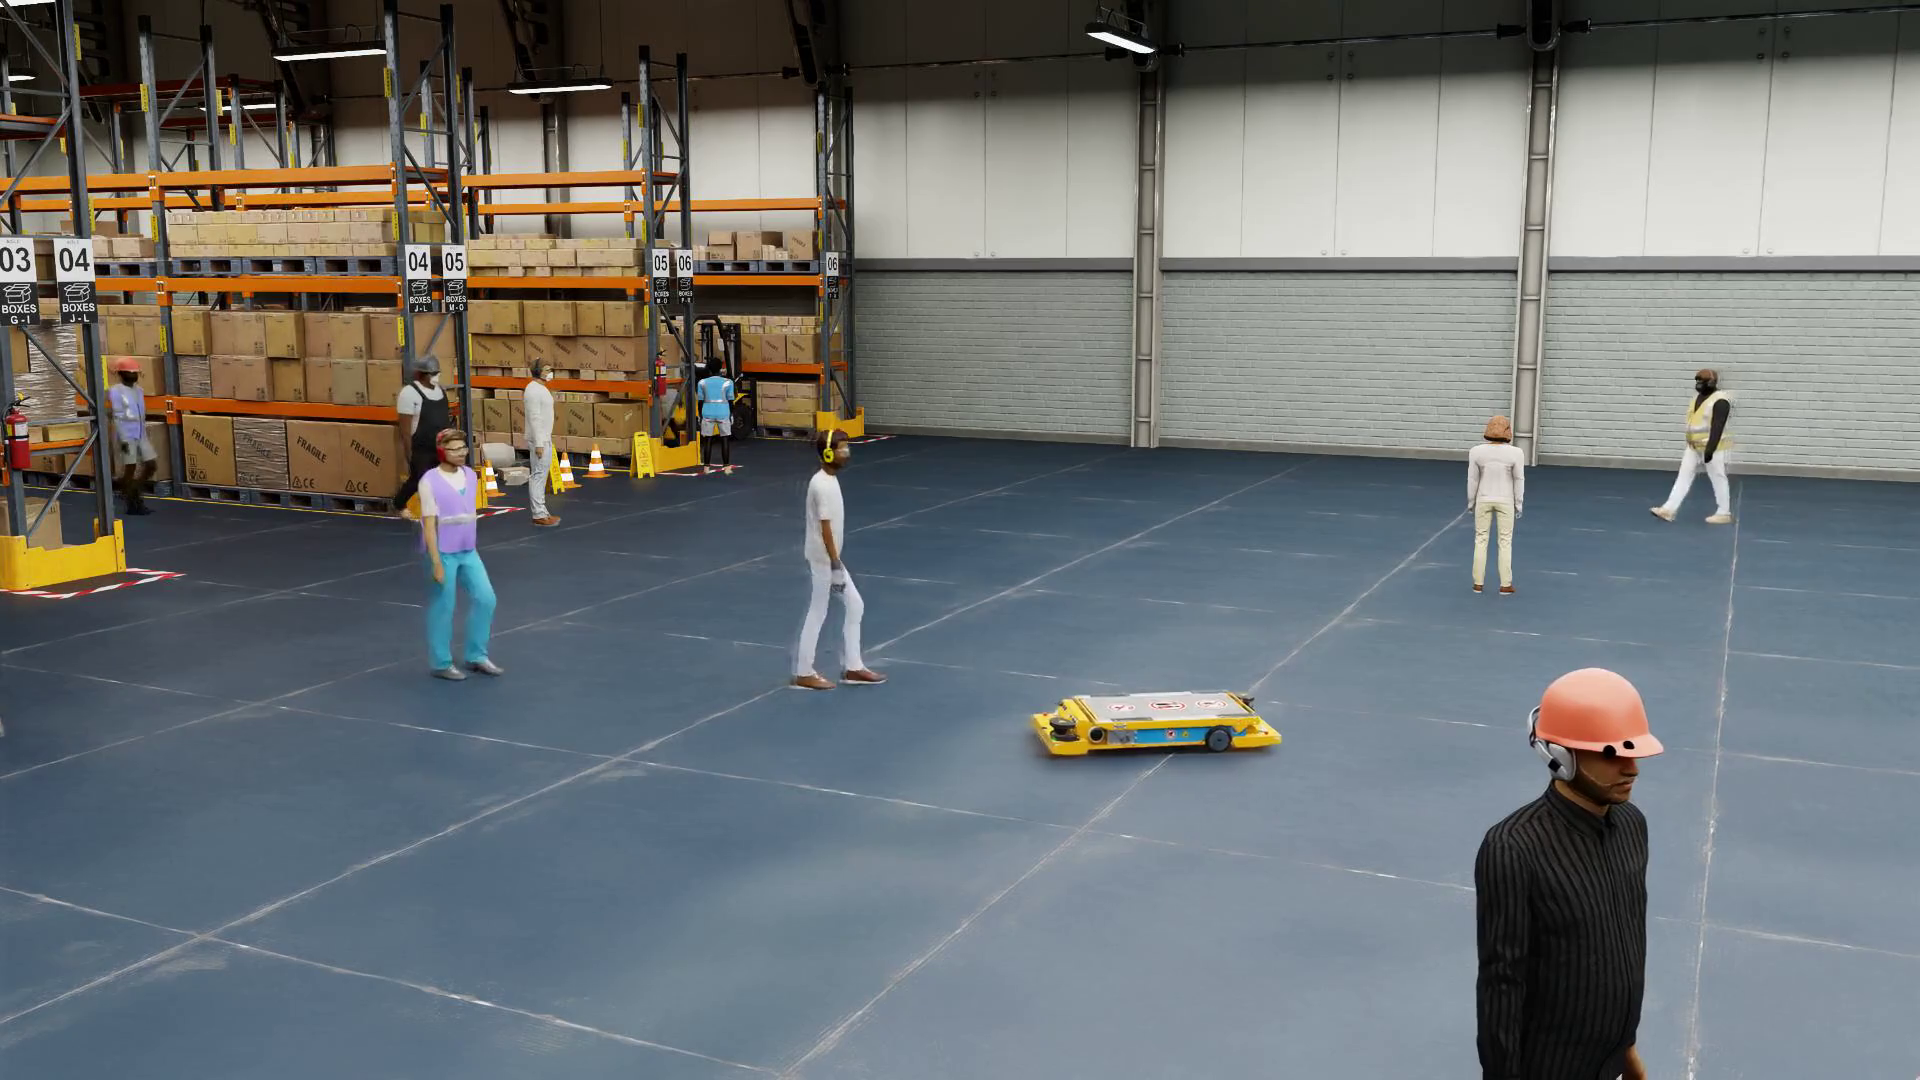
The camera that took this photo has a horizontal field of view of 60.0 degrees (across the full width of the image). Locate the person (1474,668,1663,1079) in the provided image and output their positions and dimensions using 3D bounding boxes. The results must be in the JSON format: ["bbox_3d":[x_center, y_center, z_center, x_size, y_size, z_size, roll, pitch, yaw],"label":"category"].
[{"bbox_3d":[1.507,1.290,4.140,0.609,1.995,0.378,-7,12,-37],"label":"person"}]

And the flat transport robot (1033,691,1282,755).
[{"bbox_3d":[1.217,1.131,10.392,1.431,0.197,0.652,-1,9,-8],"label":"flat transport robot"}]

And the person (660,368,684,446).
[{"bbox_3d":[-4.653,-2.270,26.270,1.023,1.908,0.606,5,10,26],"label":"person"}]

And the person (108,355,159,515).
[{"bbox_3d":[-9.875,-1.240,19.882,0.406,1.922,0.552,3,10,16],"label":"person"}]

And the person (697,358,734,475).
[{"bbox_3d":[-3.502,-1.771,23.873,0.540,1.690,0.321,0,9,2],"label":"person"}]

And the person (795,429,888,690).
[{"bbox_3d":[-0.812,0.149,11.580,0.775,1.841,0.573,1,9,3],"label":"person"}]

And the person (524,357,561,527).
[{"bbox_3d":[-4.811,-1.125,19.124,0.373,1.940,0.627,-1,9,-6],"label":"person"}]

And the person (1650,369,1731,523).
[{"bbox_3d":[8.544,-1.070,19.224,0.947,1.789,0.655,-2,9,-9],"label":"person"}]

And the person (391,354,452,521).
[{"bbox_3d":[-6.127,-1.148,18.950,0.769,2.000,0.708,5,11,29],"label":"person"}]

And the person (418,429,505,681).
[{"bbox_3d":[-3.541,0.116,11.848,0.639,1.822,0.600,4,10,23],"label":"person"}]

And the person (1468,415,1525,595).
[{"bbox_3d":[4.862,-0.319,15.113,0.498,1.634,0.281,5,10,27],"label":"person"}]

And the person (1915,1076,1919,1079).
[{"bbox_3d":[2.084,1.574,3.198,0.741,1.742,0.529,-7,12,-38],"label":"person"}]
